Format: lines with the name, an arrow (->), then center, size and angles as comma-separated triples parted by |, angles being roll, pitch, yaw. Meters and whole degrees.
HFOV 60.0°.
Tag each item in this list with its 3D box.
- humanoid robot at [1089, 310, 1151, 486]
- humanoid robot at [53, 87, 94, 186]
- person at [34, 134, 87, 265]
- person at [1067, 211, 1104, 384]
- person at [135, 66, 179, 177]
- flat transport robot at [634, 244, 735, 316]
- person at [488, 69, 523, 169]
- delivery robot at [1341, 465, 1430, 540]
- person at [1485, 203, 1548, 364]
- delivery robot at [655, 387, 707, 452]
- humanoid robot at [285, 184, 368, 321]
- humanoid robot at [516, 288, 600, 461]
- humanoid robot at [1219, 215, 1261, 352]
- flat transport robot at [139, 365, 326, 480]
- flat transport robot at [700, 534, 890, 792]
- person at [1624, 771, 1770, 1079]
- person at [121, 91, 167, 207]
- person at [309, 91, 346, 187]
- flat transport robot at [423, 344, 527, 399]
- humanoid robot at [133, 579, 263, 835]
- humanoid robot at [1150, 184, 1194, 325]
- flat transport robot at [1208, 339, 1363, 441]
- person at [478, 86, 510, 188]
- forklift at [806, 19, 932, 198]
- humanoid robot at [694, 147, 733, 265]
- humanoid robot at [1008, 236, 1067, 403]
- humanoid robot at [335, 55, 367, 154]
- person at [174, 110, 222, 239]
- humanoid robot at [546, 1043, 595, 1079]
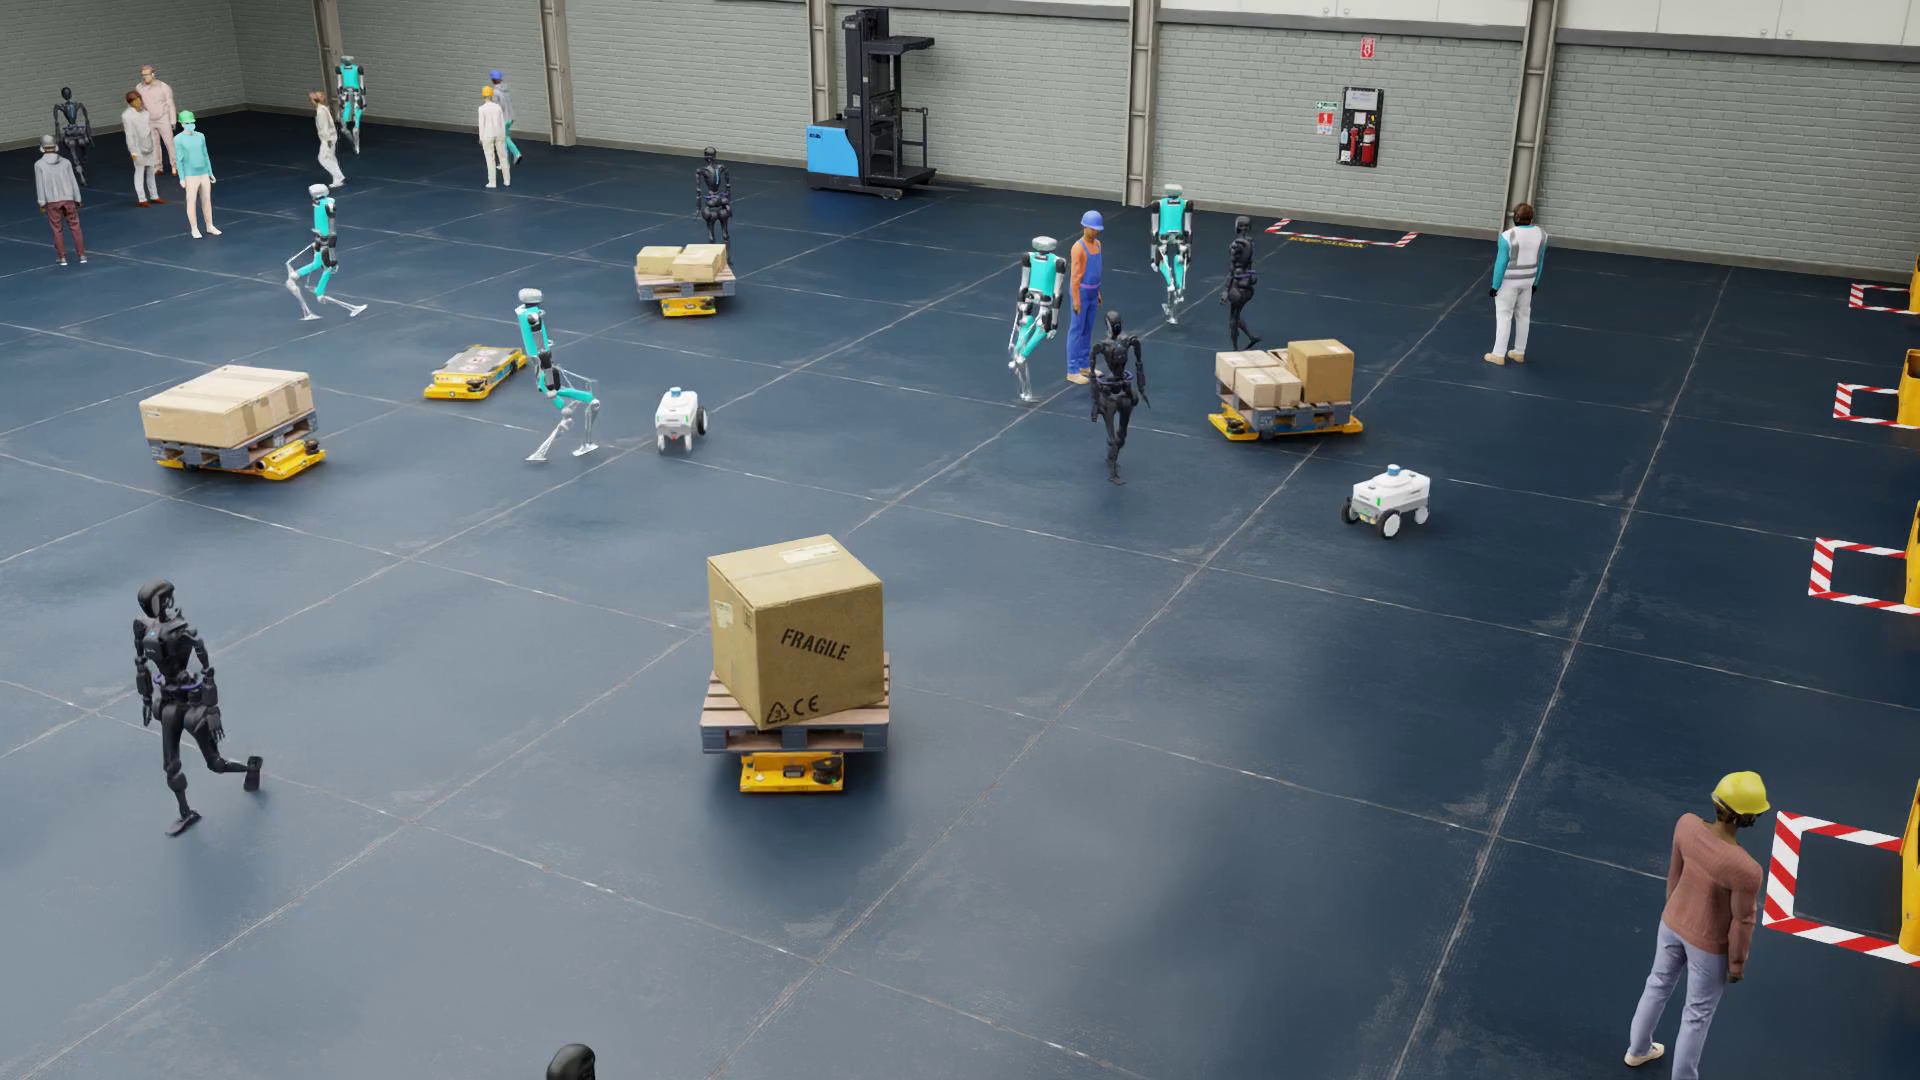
humanoid robot -> 1.495, -1.352, 15.572 | 0.615, 1.645, 0.621 | -9, 25, -20
humanoid robot -> -15.270, -6.958, 28.631 | 0.589, 1.621, 0.789 | -18, 29, -36
person -> -12.643, -4.778, 23.341 | 0.551, 1.805, 0.380 | -17, 28, -34
person -> 1.401, -2.691, 18.360 | 0.382, 1.902, 0.522 | 17, 28, 34
person -> -14.085, -7.340, 29.178 | 0.646, 1.906, 0.404 | 0, 23, -1
flat transport robot -> -3.563, -3.169, 21.540 | 0.659, 0.231, 1.431 | -6, 24, -13
person -> -8.213, -7.530, 29.795 | 0.418, 1.762, 0.556 | 7, 24, 17
delivery robot -> 3.775, -0.355, 14.645 | 0.807, 0.609, 0.499 | -16, 28, -32
person -> 6.325, -2.926, 18.982 | 0.632, 1.841, 0.429 | -8, 24, -17
delivery robot -> -2.833, -1.232, 16.693 | 0.499, 0.613, 0.811 | -1, 23, -1
humanoid robot -> -7.874, -3.453, 20.333 | 1.039, 1.738, 0.553 | -18, 29, -36
humanoid robot -> -3.813, -1.577, 16.002 | 0.931, 1.772, 0.543 | -11, 26, -25
humanoid robot -> 3.260, -2.909, 19.158 | 0.424, 1.647, 0.584 | 15, 27, 31
flat transport robot -> -6.975, -0.835, 16.107 | 1.431, 0.231, 0.659 | 7, 24, 15
flat transport robot -> -1.076, 1.260, 11.230 | 0.659, 0.231, 1.431 | -1, 23, -1
person -> 3.550, 1.873, 7.926 | 0.343, 1.759, 0.515 | -9, 25, -20
person -> -13.232, -6.329, 26.922 | 0.360, 1.828, 0.514 | 10, 25, 21
person -> -10.759, -6.790, 28.240 | 0.376, 1.619, 0.549 | -6, 24, -13
flat transport robot -> -5.390, -1.878, 18.534 | 0.659, 0.231, 1.431 | 2, 23, 6
humanoid robot -> -4.715, 0.956, 10.197 | 0.616, 1.637, 0.690 | 8, 24, 18
humanoid robot -> 2.606, -3.410, 20.230 | 0.542, 1.727, 1.006 | -4, 24, -8
flat transport robot -> 3.326, -1.268, 17.114 | 1.431, 0.231, 0.659 | -5, 24, -11
person -> -7.953, -6.855, 28.311 | 0.482, 1.696, 0.324 | -18, 29, -36
forklift -> -1.573, -7.292, 27.850 | 1.873, 2.768, 1.129 | 12, 26, 25
humanoid robot -> -3.426, -4.640, 23.167 | 0.599, 1.655, 0.315 | -17, 29, -35
humanoid robot -> 0.706, -2.275, 17.587 | 0.531, 1.757, 0.844 | 15, 27, 31
humanoid robot -> -11.517, -8.135, 31.382 | 0.531, 1.892, 0.779 | 0, 23, -1
person -> -11.419, -5.470, 24.864 | 0.363, 1.872, 0.523 | 17, 29, 35
humanoid robot -> -1.454, 2.594, 6.362 | 0.614, 1.637, 0.625 | 3, 23, 8
